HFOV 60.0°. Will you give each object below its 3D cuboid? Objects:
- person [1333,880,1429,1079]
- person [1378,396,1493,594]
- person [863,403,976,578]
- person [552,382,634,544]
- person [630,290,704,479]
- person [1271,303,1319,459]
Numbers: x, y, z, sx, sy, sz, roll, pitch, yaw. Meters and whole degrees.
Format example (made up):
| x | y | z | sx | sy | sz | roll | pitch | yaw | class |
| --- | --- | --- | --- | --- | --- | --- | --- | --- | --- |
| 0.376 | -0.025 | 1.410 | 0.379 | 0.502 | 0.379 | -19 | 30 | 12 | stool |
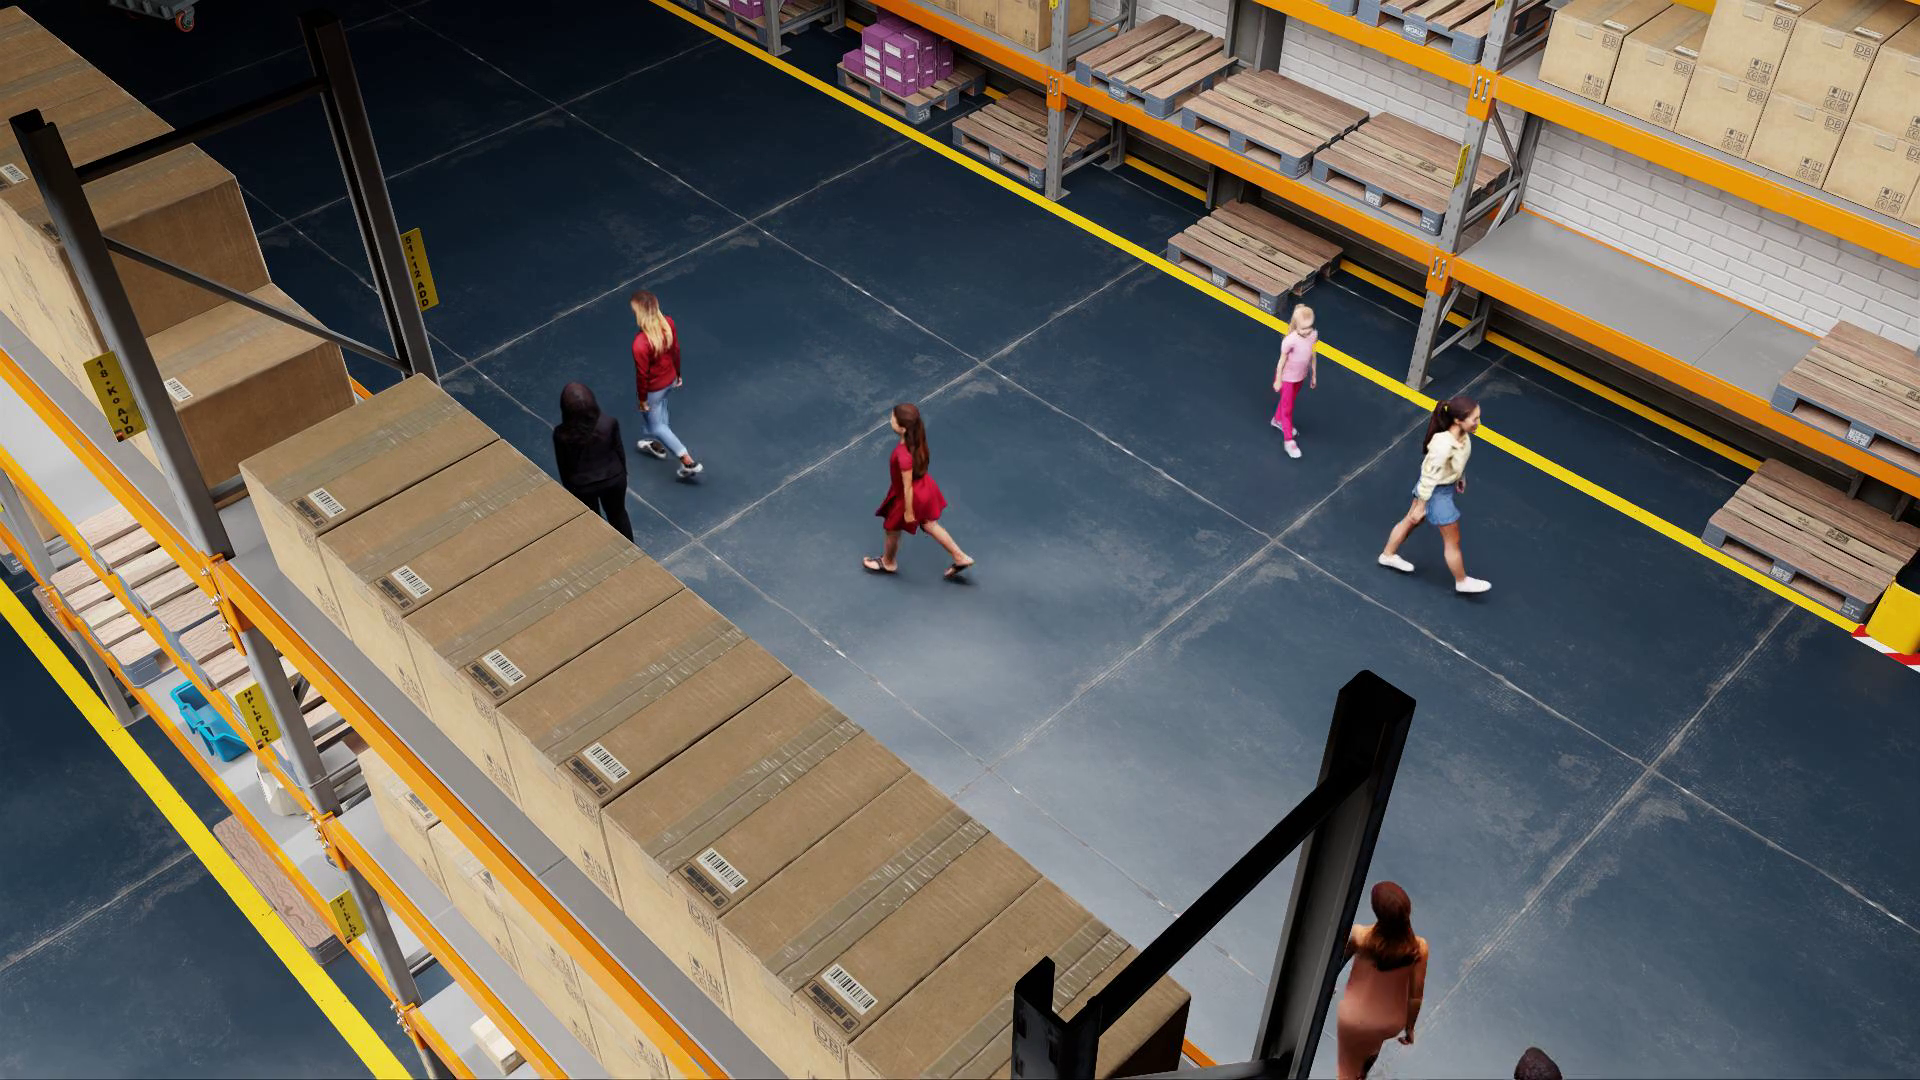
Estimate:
| x | y | z | sx | sy | sz | roll | pitch | yaw | class |
| --- | --- | --- | --- | --- | --- | --- | --- | --- | --- |
| 2.067 | 2.460 | 8.334 | 0.853 | 1.776 | 0.887 | 12 | 45 | 12 | person |
| 3.184 | -0.337 | 11.434 | 1.121 | 1.549 | 0.877 | 19 | 47 | 19 | person |
| -0.253 | -0.300 | 11.414 | 1.100 | 1.525 | 0.878 | 12 | 45 | 12 | person |
| -2.513 | -0.402 | 11.455 | 0.693 | 1.615 | 0.704 | -22 | 48 | -21 | person |
| -2.178 | -1.120 | 12.206 | 0.993 | 1.619 | 0.763 | 21 | 47 | 20 | person |
| 2.511 | -1.293 | 12.645 | 0.562 | 1.263 | 0.762 | -29 | 51 | -27 | person |
